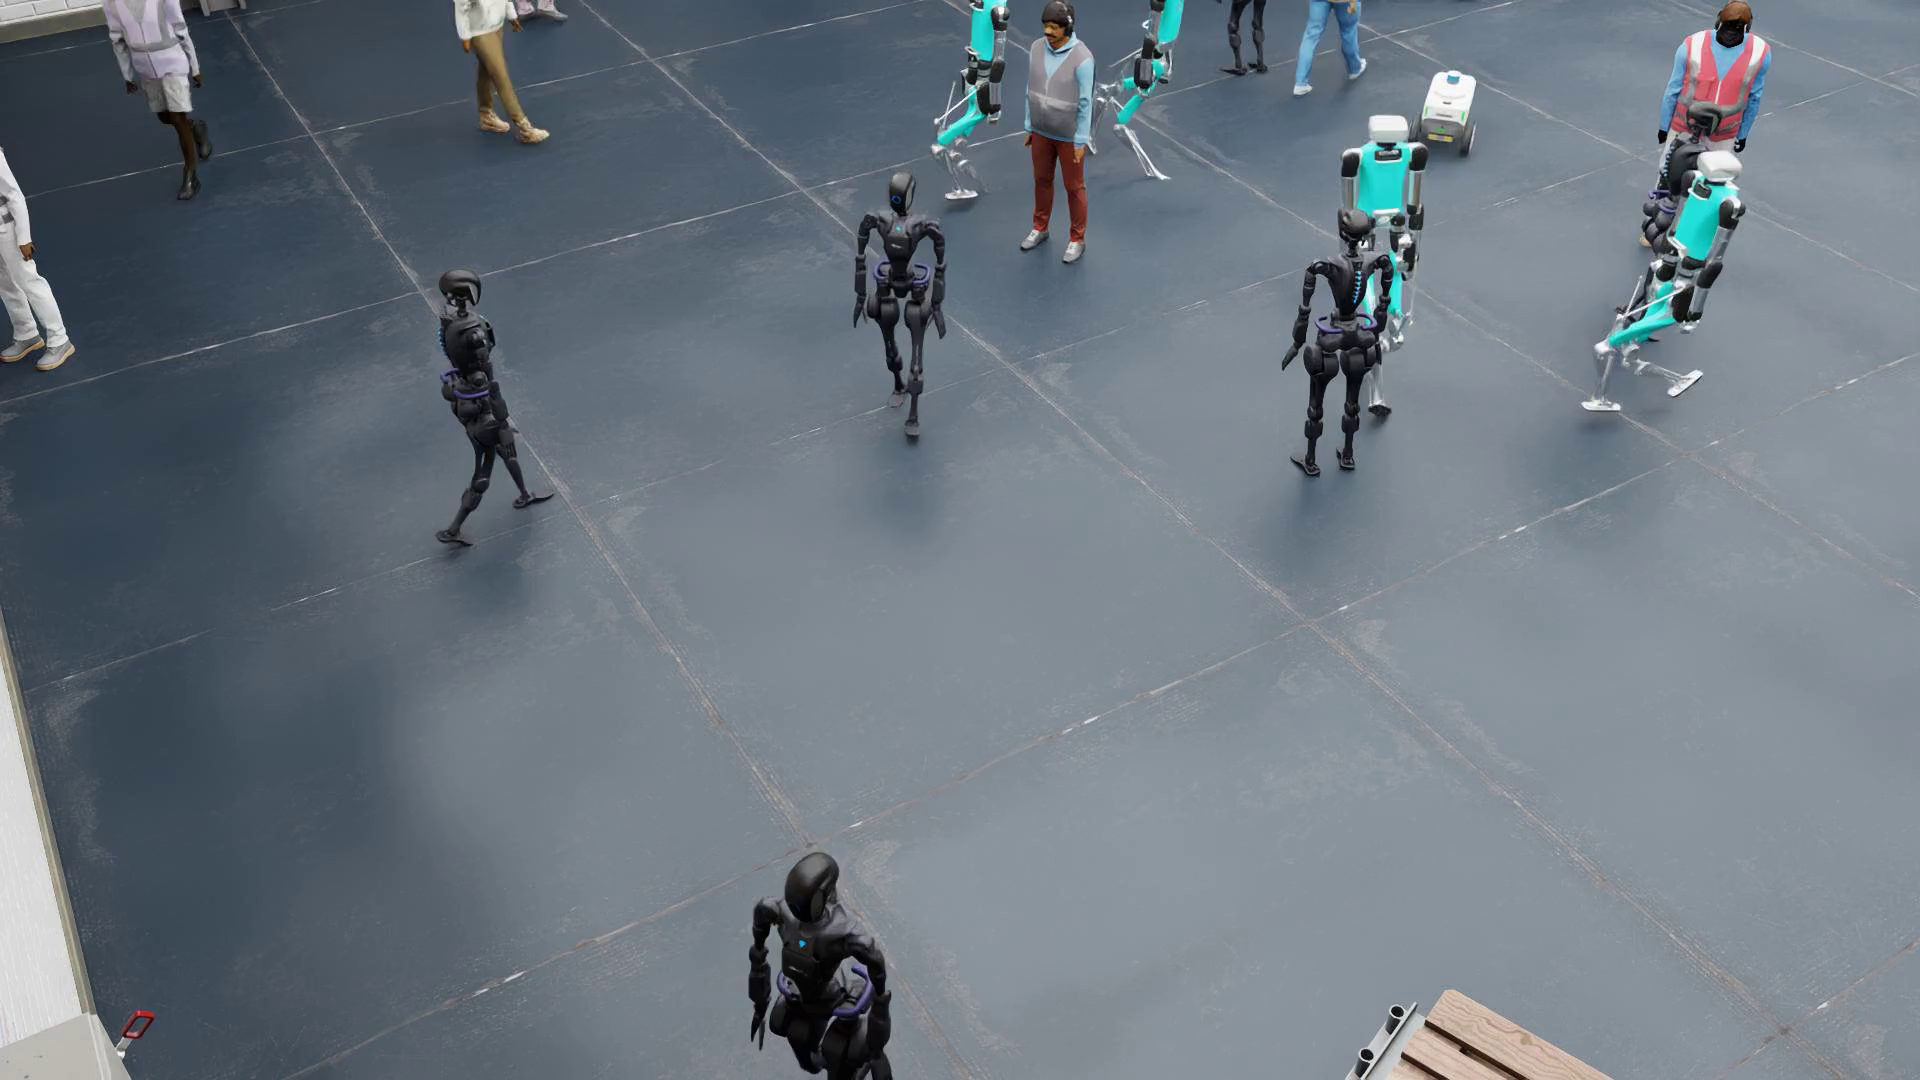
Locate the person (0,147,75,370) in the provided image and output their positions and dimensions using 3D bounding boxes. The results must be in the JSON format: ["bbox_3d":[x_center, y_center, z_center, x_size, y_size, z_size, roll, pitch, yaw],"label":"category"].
[{"bbox_3d":[-6.074,-1.944,10.445,0.583,1.882,0.337,13,40,16],"label":"person"}]

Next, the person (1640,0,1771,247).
[{"bbox_3d":[5.228,-2.894,11.690,0.629,1.837,0.431,11,40,13],"label":"person"}]

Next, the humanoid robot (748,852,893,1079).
[{"bbox_3d":[-0.465,1.697,6.046,0.597,1.640,0.734,15,41,19],"label":"humanoid robot"}]

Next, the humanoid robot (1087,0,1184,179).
[{"bbox_3d":[1.245,-3.659,12.758,0.992,1.779,0.541,19,42,22],"label":"humanoid robot"}]

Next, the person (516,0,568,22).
[{"bbox_3d":[-3.937,-5.640,15.159,0.559,1.818,0.567,-25,45,-28],"label":"person"}]

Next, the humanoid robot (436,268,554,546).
[{"bbox_3d":[-2.676,-0.736,9.127,0.766,1.636,0.610,-25,45,-28],"label":"humanoid robot"}]

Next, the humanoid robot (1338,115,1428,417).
[{"bbox_3d":[2.624,-1.586,10.151,0.560,1.763,1.018,-4,39,-5],"label":"humanoid robot"}]

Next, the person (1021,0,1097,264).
[{"bbox_3d":[0.699,-2.860,11.616,0.530,1.870,0.417,24,44,27],"label":"person"}]

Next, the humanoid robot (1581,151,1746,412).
[{"bbox_3d":[4.167,-1.485,9.979,1.041,1.716,0.555,-6,39,-7],"label":"humanoid robot"}]

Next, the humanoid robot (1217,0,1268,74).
[{"bbox_3d":[2.497,-4.808,14.225,0.609,1.642,0.372,-22,43,-26],"label":"humanoid robot"}]

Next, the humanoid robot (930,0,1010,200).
[{"bbox_3d":[-0.006,-3.228,12.222,0.763,1.827,0.560,-13,40,-16],"label":"humanoid robot"}]

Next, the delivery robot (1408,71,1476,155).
[{"bbox_3d":[3.951,-3.499,13.471,0.499,0.587,0.777,13,40,15],"label":"delivery robot"}]

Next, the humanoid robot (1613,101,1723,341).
[{"bbox_3d":[4.589,-2.033,10.720,0.344,1.646,0.613,-2,38,-2],"label":"humanoid robot"}]

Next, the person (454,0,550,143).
[{"bbox_3d":[-3.628,-4.009,13.160,0.827,1.732,0.551,11,40,14],"label":"person"}]

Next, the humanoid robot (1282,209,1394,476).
[{"bbox_3d":[2.175,-1.133,9.576,0.599,1.657,0.315,-6,39,-8],"label":"humanoid robot"}]

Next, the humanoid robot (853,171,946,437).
[{"bbox_3d":[-0.374,-1.416,9.960,0.587,1.631,0.710,6,39,7],"label":"humanoid robot"}]

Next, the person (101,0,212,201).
[{"bbox_3d":[-5.999,-3.599,12.517,0.555,1.908,0.824,-1,38,-2],"label":"person"}]

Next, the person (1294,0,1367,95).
[{"bbox_3d":[3.165,-4.624,13.995,0.505,1.686,0.861,27,46,30],"label":"person"}]
